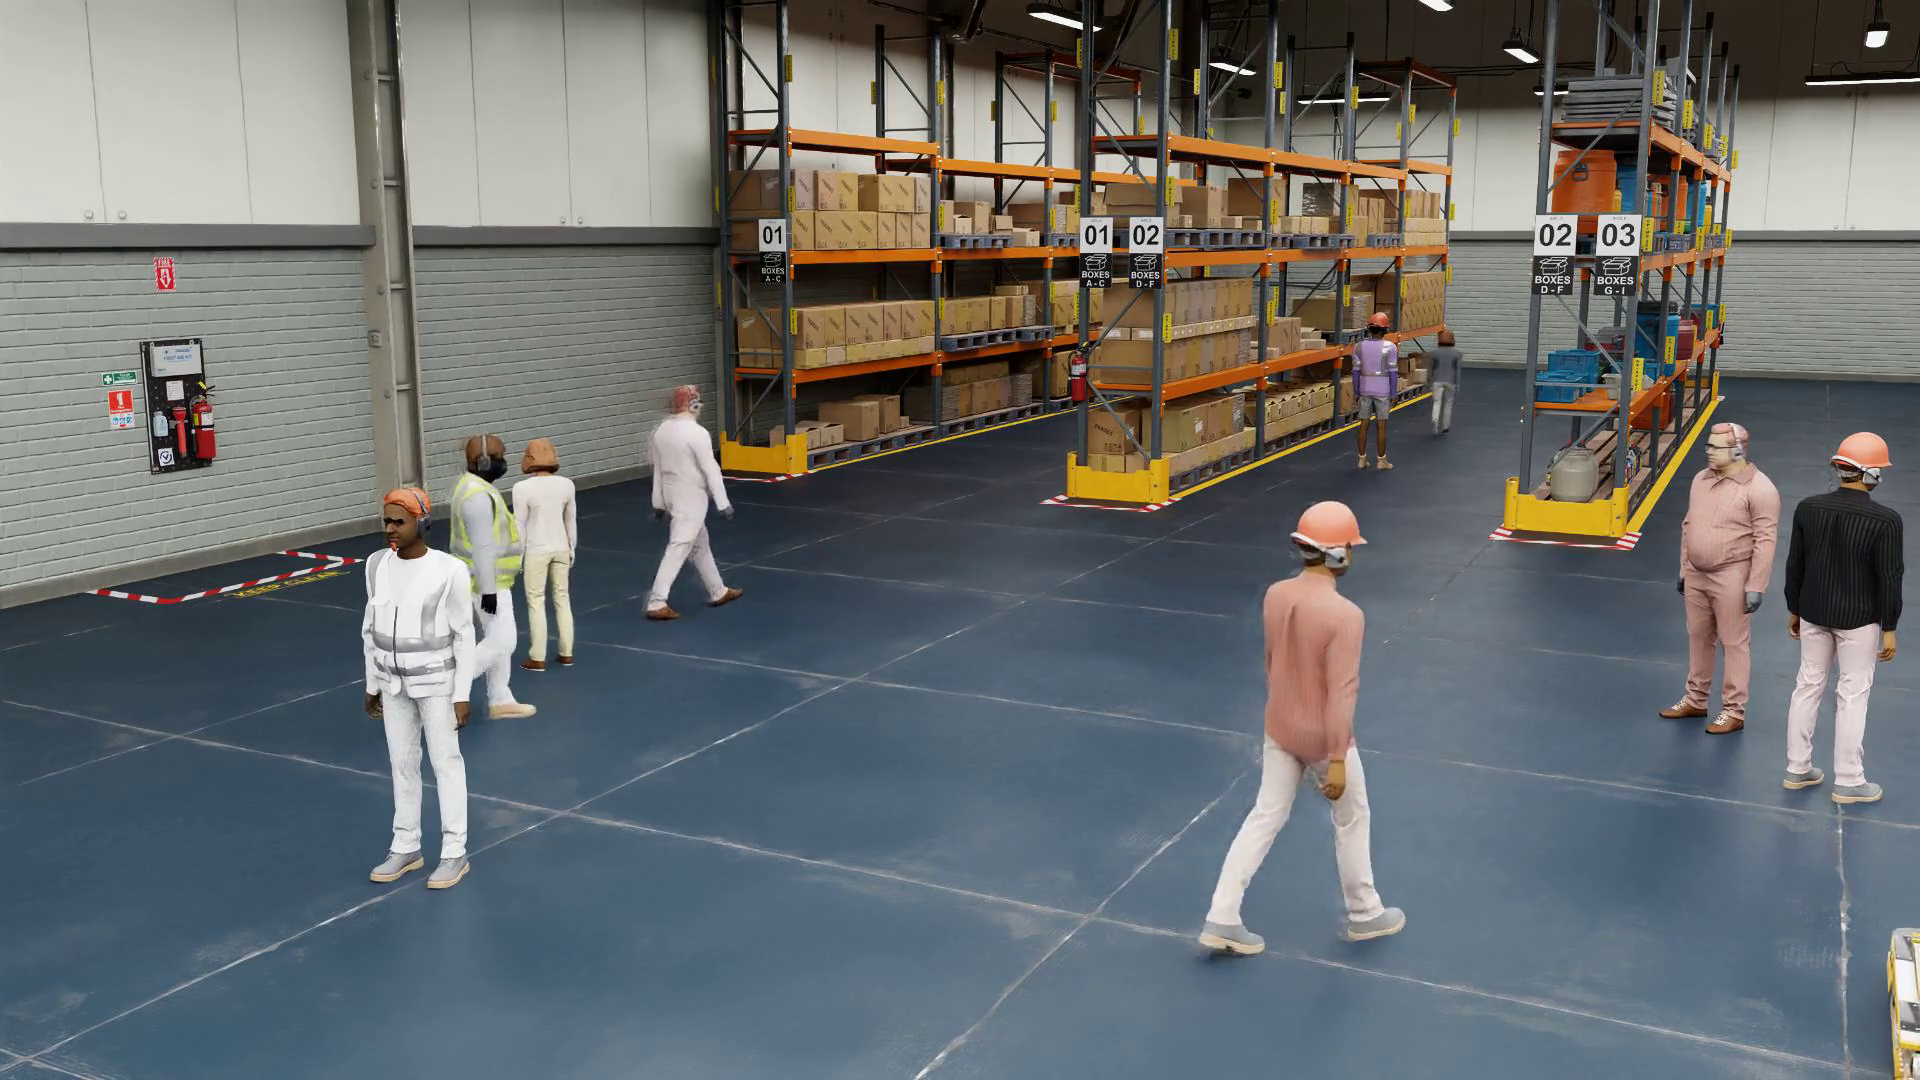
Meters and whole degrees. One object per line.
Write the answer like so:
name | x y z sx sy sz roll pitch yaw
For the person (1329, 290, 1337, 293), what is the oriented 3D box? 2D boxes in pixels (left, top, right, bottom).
person | 7.337 -3.958 32.905 0.635 1.949 0.582 7 13 34

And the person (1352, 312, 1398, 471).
person | 5.376 -1.914 21.516 0.605 2.045 0.377 8 13 37

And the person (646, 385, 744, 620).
person | -2.147 -0.307 13.286 1.011 1.852 0.644 -8 13 -37

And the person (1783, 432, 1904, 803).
person | 4.767 0.411 8.969 0.393 1.992 0.622 -6 12 -29

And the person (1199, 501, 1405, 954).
person | 1.448 0.797 7.007 1.009 1.951 0.630 -5 12 -27

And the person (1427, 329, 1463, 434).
person | 7.365 -2.392 25.308 0.503 1.614 0.673 4 11 19

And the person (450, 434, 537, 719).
person | -2.968 0.255 10.288 0.535 1.822 0.642 -3 11 -15

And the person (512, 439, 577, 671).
person | -2.908 0.104 11.672 0.289 1.623 0.506 10 14 43

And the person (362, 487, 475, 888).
person | -2.532 0.689 7.764 0.574 1.883 0.355 3 11 17

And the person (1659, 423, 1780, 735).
person | 4.649 0.229 10.208 0.405 1.904 0.653 -4 11 -20

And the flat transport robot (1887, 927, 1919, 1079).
flat transport robot | 3.785 1.804 6.081 0.652 0.197 1.431 5 12 27
